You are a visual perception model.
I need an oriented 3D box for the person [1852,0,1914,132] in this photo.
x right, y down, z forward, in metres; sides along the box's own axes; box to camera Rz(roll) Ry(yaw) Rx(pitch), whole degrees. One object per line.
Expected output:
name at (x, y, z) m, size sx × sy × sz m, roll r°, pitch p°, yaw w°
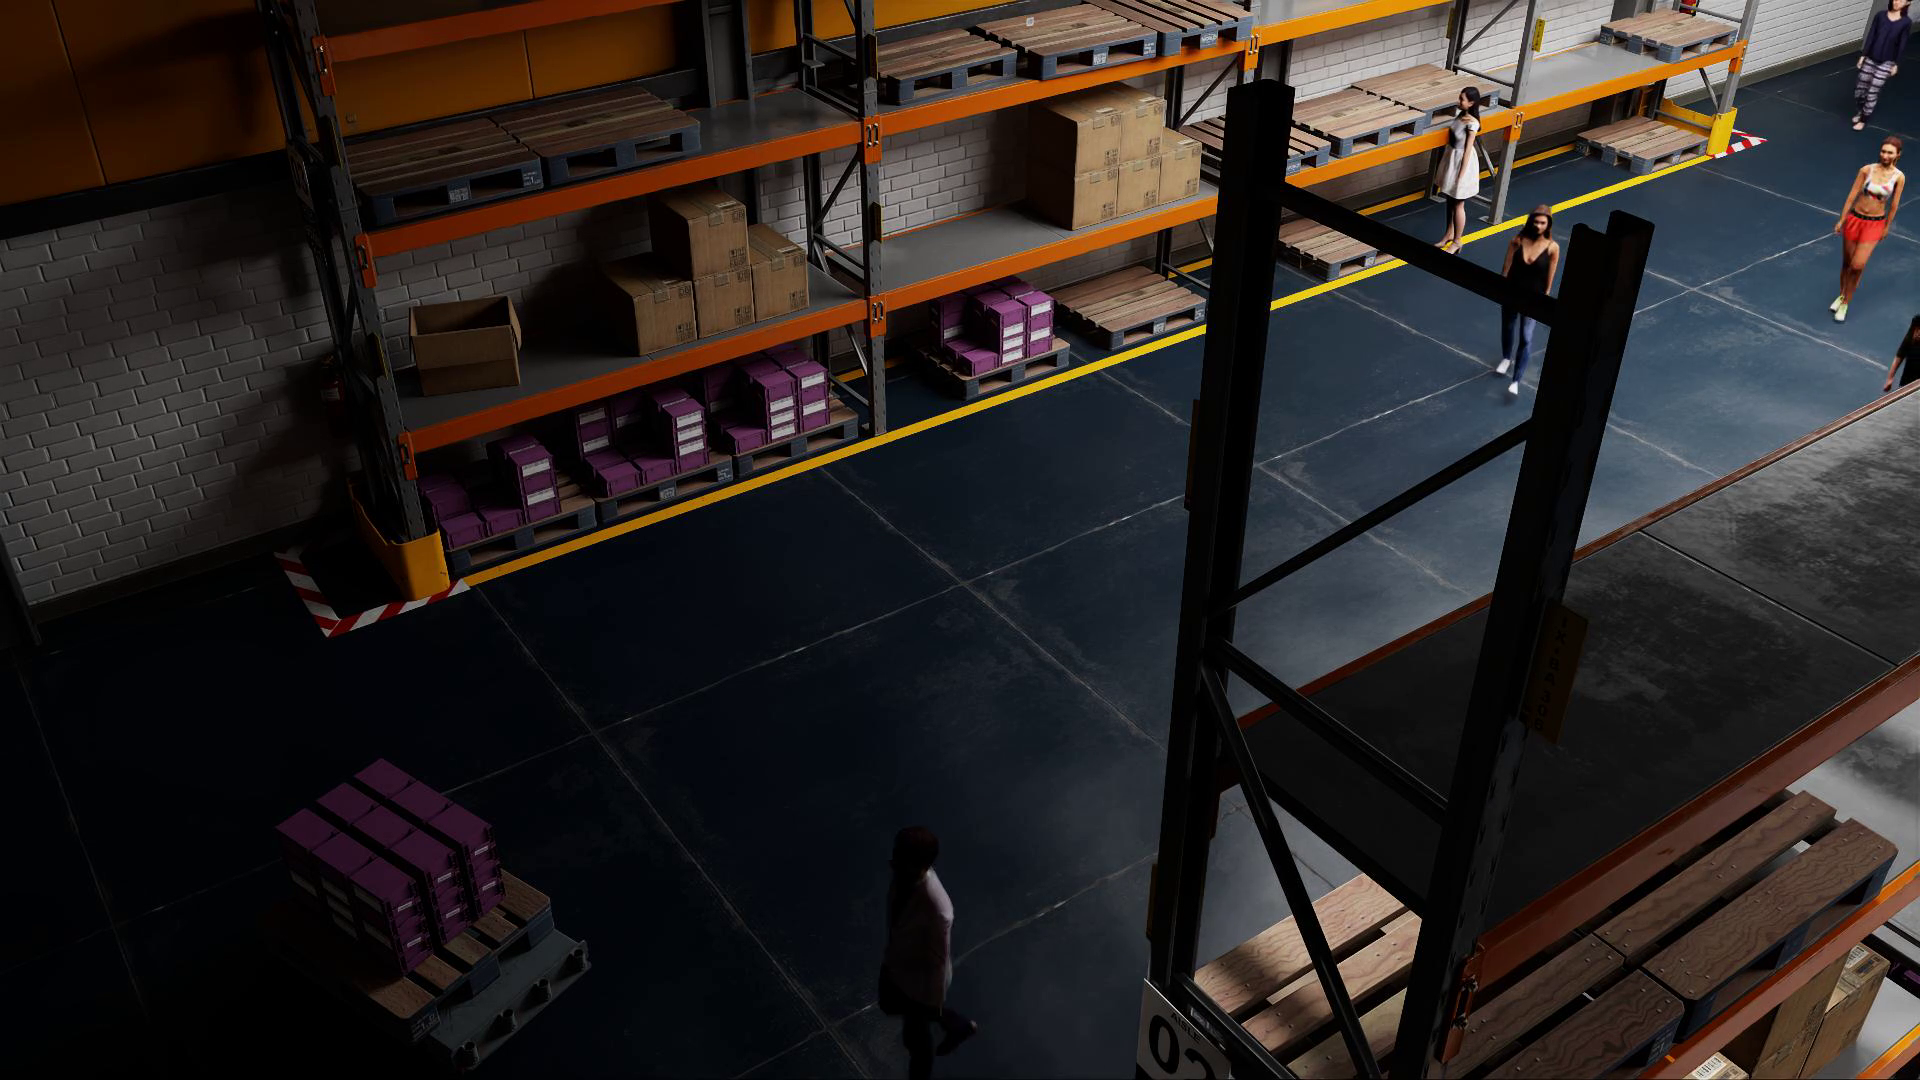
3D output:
person at (11.217, -5.855, 20.217) m, size 0.684 × 1.721 × 0.678 m, roll -28°, pitch 43°, yaw -35°

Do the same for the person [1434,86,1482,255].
person at (5.112, -3.780, 17.052) m, size 0.804 × 1.769 × 0.777 m, roll -2°, pitch 34°, yaw -3°

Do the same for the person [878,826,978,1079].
person at (-0.137, 2.073, 8.180) m, size 0.912 × 1.843 × 0.786 m, roll -13°, pitch 36°, yaw -19°

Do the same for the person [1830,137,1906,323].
person at (8.665, -3.014, 15.900) m, size 0.696 × 1.770 × 0.838 m, roll 27°, pitch 42°, yaw 34°

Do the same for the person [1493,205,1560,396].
person at (5.001, -2.195, 14.744) m, size 0.862 × 1.684 × 1.079 m, roll 18°, pitch 38°, yaw 25°
